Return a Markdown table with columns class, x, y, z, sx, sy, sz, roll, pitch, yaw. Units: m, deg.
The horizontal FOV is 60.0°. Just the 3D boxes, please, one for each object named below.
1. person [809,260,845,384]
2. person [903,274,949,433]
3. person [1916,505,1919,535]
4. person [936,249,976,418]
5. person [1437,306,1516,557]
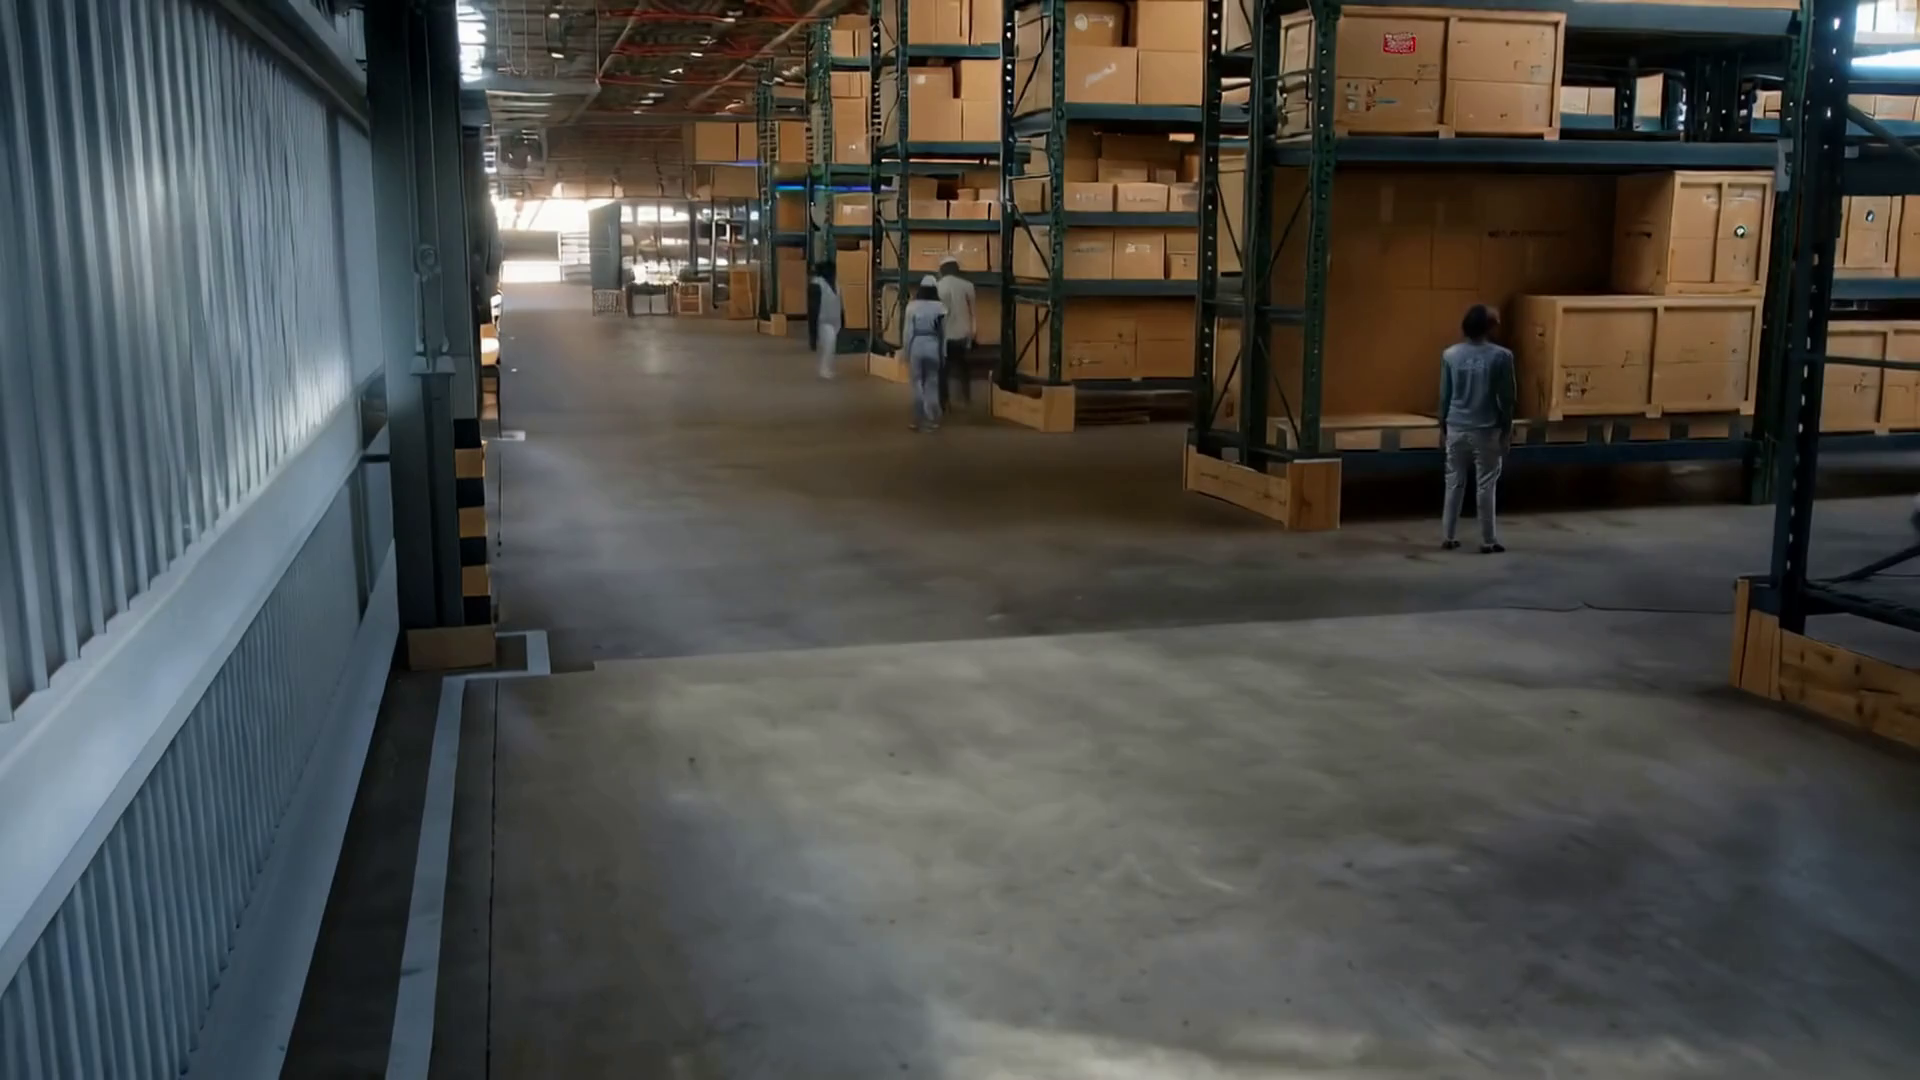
| class | x | y | z | sx | sy | sz | roll | pitch | yaw |
| --- | --- | --- | --- | --- | --- | --- | --- | --- | --- |
| person | -1.933 | -3.193 | 24.425 | 0.454 | 1.828 | 0.654 | 6 | 12 | 30 |
| person | -0.371 | -2.032 | 18.147 | 0.501 | 1.718 | 0.526 | 0 | 10 | -1 |
| person | 6.823 | -0.876 | 11.042 | 0.756 | 1.922 | 0.635 | -4 | 11 | -21 |
| person | -0.126 | -2.421 | 19.613 | 0.638 | 1.983 | 0.441 | -3 | 10 | -16 |
| person | 3.377 | -0.710 | 10.916 | 0.514 | 1.636 | 0.315 | 8 | 13 | 39 |
